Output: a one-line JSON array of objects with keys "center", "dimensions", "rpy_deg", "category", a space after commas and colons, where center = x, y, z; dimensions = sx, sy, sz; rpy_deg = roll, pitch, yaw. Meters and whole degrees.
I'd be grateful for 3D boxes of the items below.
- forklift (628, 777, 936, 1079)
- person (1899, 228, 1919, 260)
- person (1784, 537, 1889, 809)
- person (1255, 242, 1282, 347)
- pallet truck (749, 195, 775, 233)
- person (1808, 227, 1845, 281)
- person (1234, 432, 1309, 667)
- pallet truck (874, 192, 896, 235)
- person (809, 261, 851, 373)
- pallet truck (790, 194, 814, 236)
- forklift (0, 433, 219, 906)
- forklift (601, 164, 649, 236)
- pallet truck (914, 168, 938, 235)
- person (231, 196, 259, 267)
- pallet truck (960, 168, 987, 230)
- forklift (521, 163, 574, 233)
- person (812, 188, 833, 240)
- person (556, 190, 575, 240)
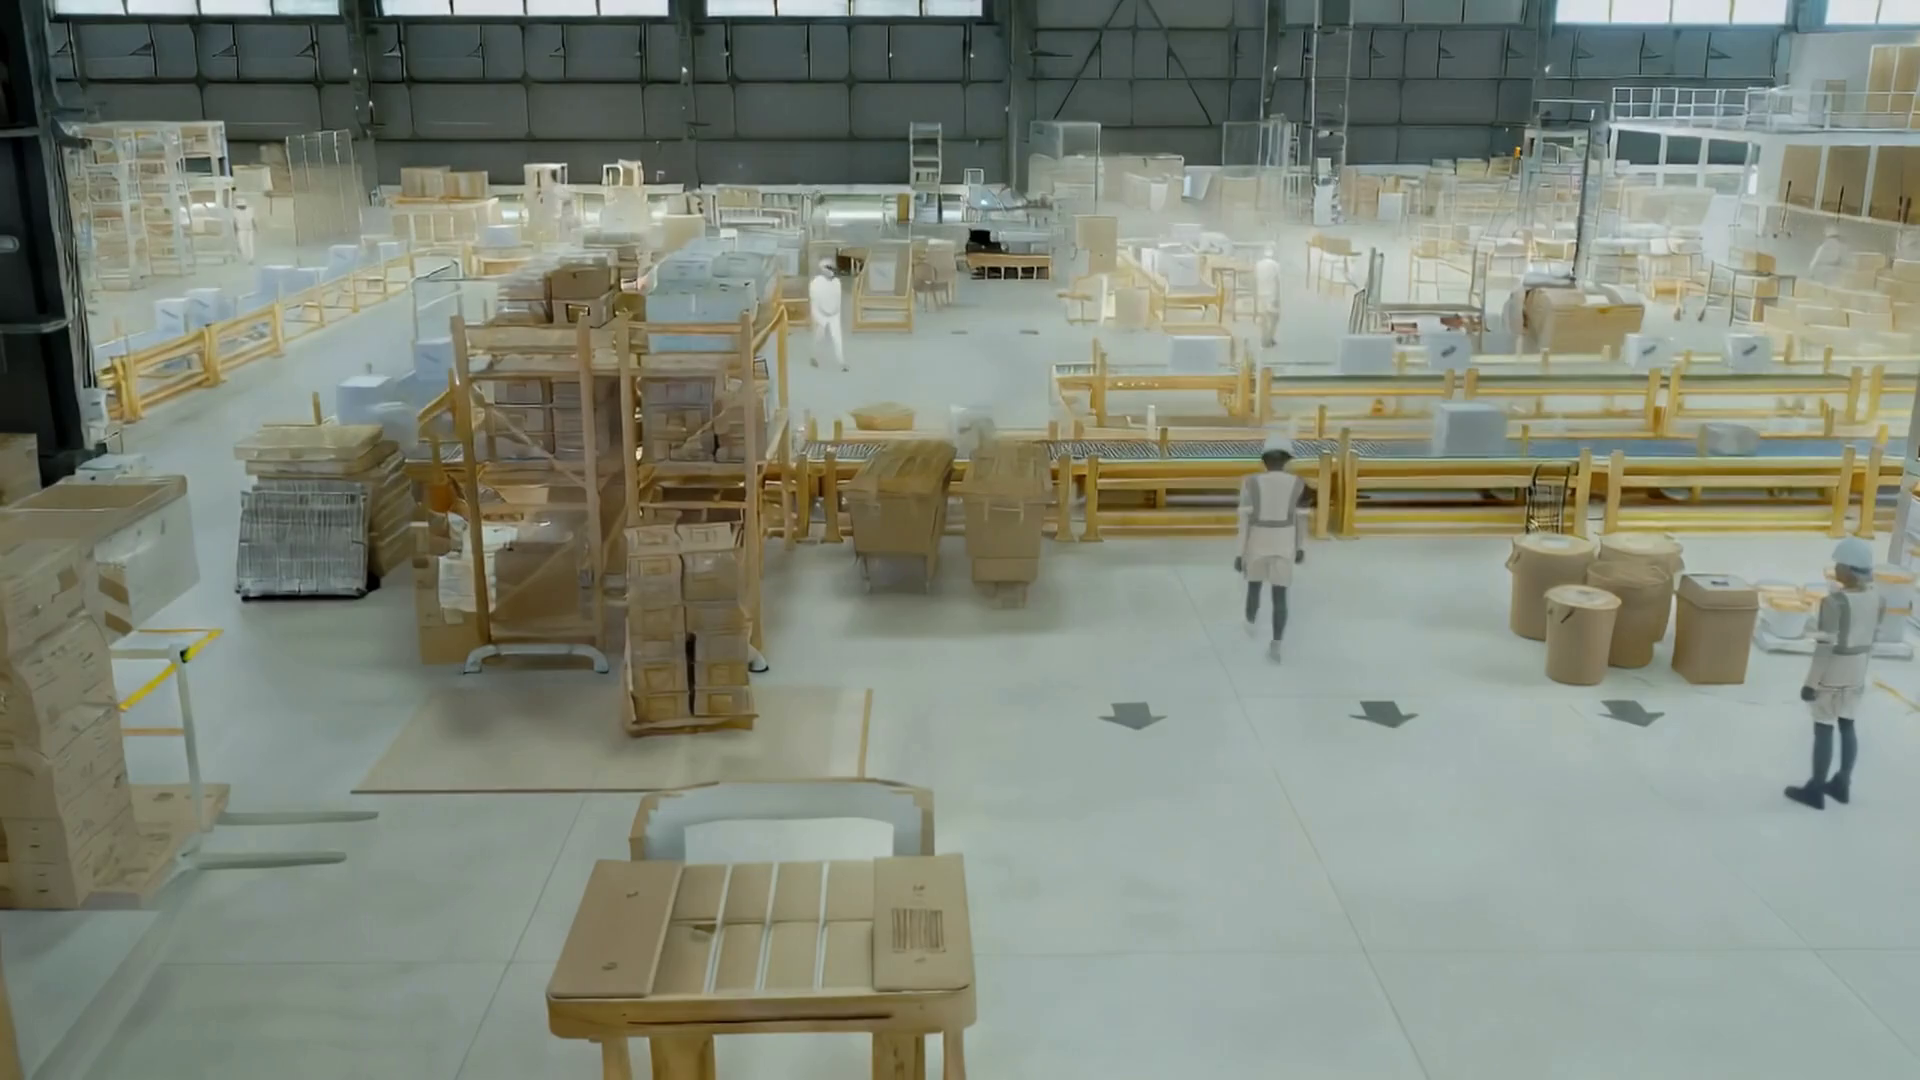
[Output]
[{"center": [-0.542, 2.165, 5.552], "dimensions": [1.129, 2.768, 1.873], "rpy_deg": [-1, 16, -2], "category": "forklift"}, {"center": [18.183, -5.004, 32.068], "dimensions": [0.662, 1.974, 0.571], "rpy_deg": [-11, 19, -32], "category": "person"}, {"center": [6.086, 0.924, 11.544], "dimensions": [0.543, 1.938, 0.356], "rpy_deg": [-6, 17, -21], "category": "person"}, {"center": [5.638, -4.476, 30.375], "dimensions": [0.455, 1.899, 0.593], "rpy_deg": [-13, 21, -39], "category": "person"}, {"center": [-6.051, -9.967, 50.660], "dimensions": [0.680, 1.201, 1.601], "rpy_deg": [0, 16, -1], "category": "pallet truck"}, {"center": [17.839, -5.568, 34.370], "dimensions": [0.623, 1.781, 0.912], "rpy_deg": [-3, 16, -11], "category": "person"}, {"center": [2.718, 0.033, 14.552], "dimensions": [0.636, 1.981, 1.065], "rpy_deg": [1, 16, 4], "category": "person"}, {"center": [-2.277, -9.986, 50.594], "dimensions": [0.653, 1.274, 1.630], "rpy_deg": [0, 16, -1], "category": "pallet truck"}, {"center": [-2.251, -3.762, 27.989], "dimensions": [0.645, 1.862, 0.984], "rpy_deg": [-10, 19, -32], "category": "person"}, {"center": [-4.814, -9.883, 50.259], "dimensions": [0.704, 1.261, 1.522], "rpy_deg": [-1, 16, -3], "category": "pallet truck"}, {"center": [-5.952, 0.780, 10.366], "dimensions": [1.873, 2.768, 1.129], "rpy_deg": [0, 16, -1], "category": "forklift"}, {"center": [-9.948, -10.127, 49.296], "dimensions": [1.157, 1.987, 2.680], "rpy_deg": [-1, 16, -3], "category": "forklift"}, {"center": [-0.989, -10.316, 50.507], "dimensions": [0.823, 1.965, 1.885], "rpy_deg": [1, 16, 3], "category": "pallet truck"}, {"center": [-18.138, -7.813, 42.168], "dimensions": [0.564, 1.785, 1.005], "rpy_deg": [-2, 16, -7], "category": "person"}, {"center": [0.383, -10.230, 50.206], "dimensions": [0.823, 1.965, 1.885], "rpy_deg": [-1, 16, -3], "category": "pallet truck"}, {"center": [-12.233, -10.122, 49.298], "dimensions": [1.157, 1.987, 2.680], "rpy_deg": [0, 16, -1], "category": "forklift"}, {"center": [-3.741, -8.858, 45.927], "dimensions": [0.695, 1.716, 0.409], "rpy_deg": [-2, 16, -7], "category": "person"}, {"center": [-9.688, -7.719, 41.462], "dimensions": [0.858, 2.018, 0.615], "rpy_deg": [-3, 16, -11], "category": "person"}]
